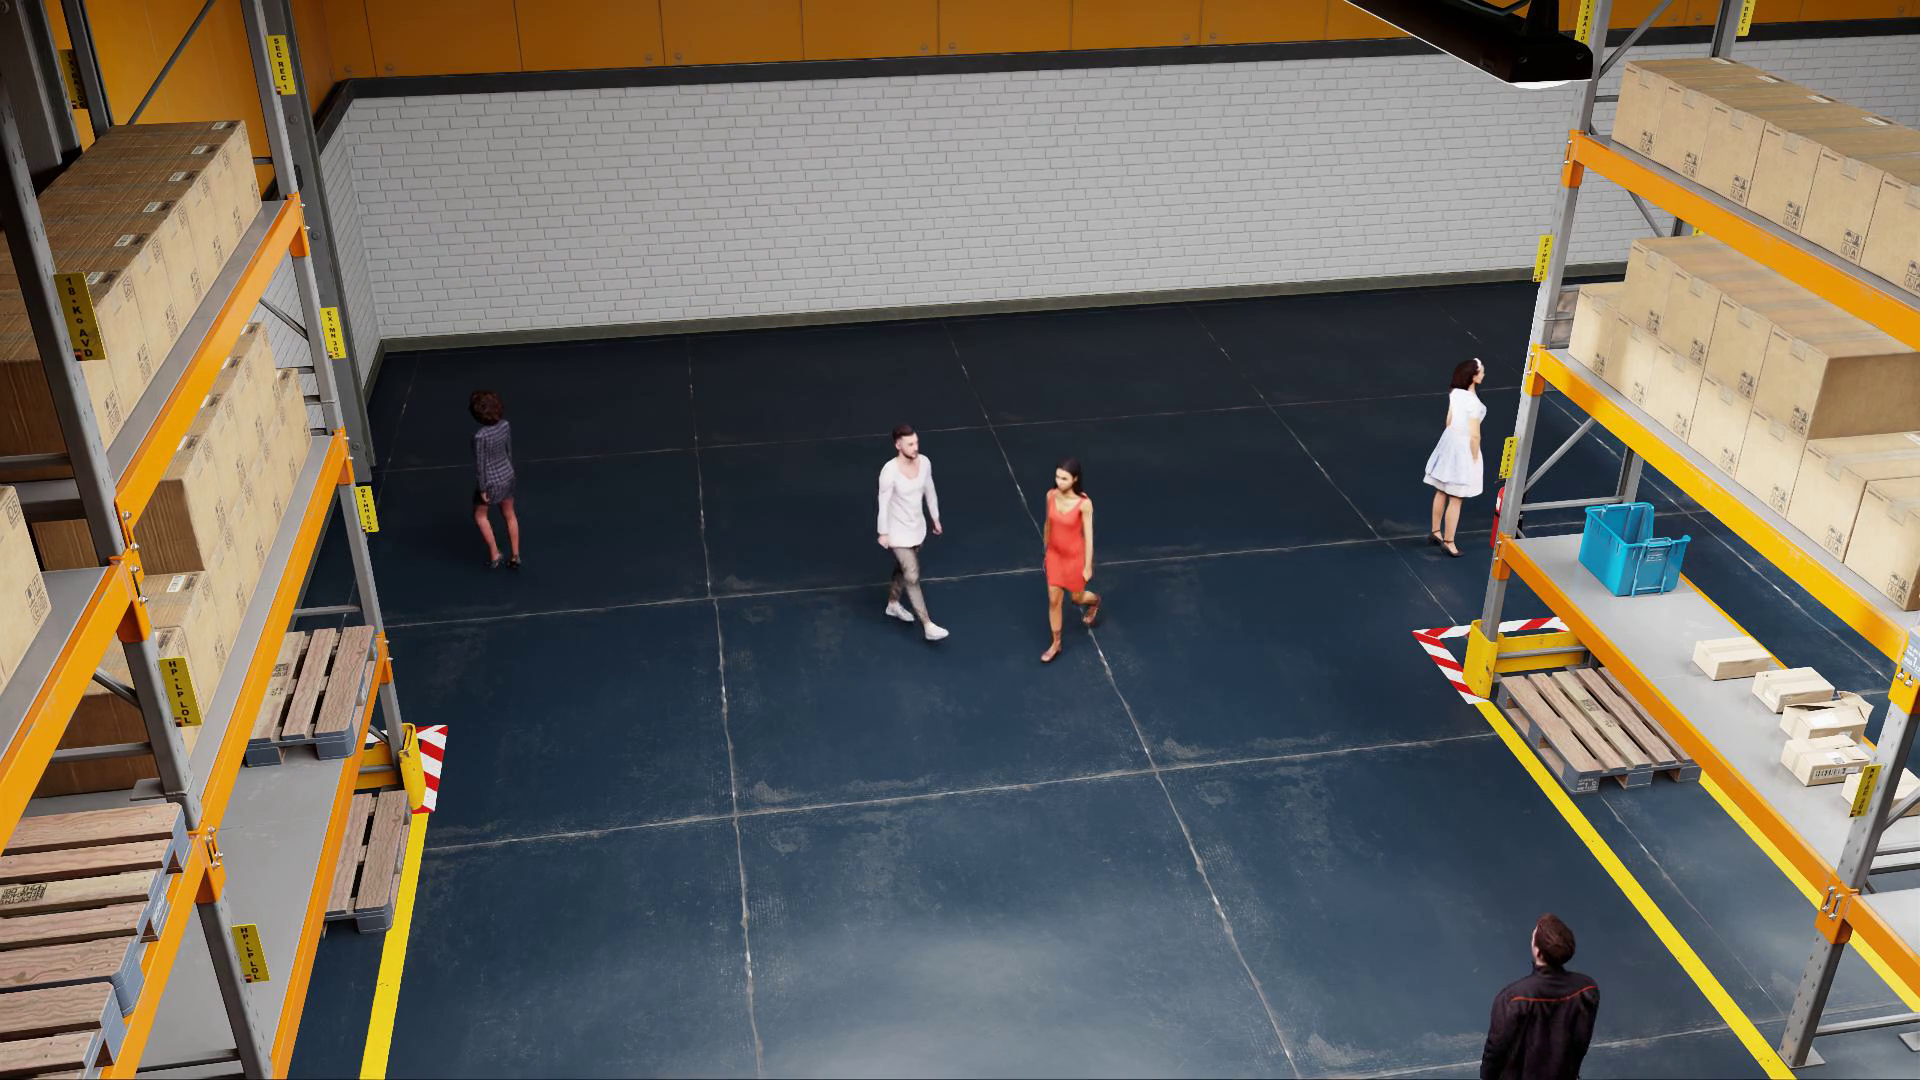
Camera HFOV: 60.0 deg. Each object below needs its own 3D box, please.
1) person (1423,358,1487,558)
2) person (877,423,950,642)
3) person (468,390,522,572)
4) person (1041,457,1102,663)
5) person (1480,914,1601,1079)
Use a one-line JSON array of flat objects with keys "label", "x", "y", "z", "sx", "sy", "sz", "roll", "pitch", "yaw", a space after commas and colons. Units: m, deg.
[{"label": "person", "x": 4.308, "y": -0.716, "z": 14.381, "sx": 0.772, "sy": 1.819, "sz": 0.673, "roll": -8, "pitch": 30, "yaw": -13}, {"label": "person", "x": -0.487, "y": -0.115, "z": 13.287, "sx": 1.156, "sy": 1.811, "sz": 1.054, "roll": 23, "pitch": 36, "yaw": 35}, {"label": "person", "x": -3.862, "y": -0.465, "z": 14.051, "sx": 0.788, "sy": 1.692, "sz": 0.720, "roll": 17, "pitch": 33, "yaw": 28}, {"label": "person", "x": 0.877, "y": 0.114, "z": 12.985, "sx": 0.975, "sy": 1.697, "sz": 1.054, "roll": 18, "pitch": 33, "yaw": 29}, {"label": "person", "x": 2.811, "y": 2.663, "z": 8.097, "sx": 0.688, "sy": 1.904, "sz": 0.818, "roll": -4, "pitch": 29, "yaw": -7}]
